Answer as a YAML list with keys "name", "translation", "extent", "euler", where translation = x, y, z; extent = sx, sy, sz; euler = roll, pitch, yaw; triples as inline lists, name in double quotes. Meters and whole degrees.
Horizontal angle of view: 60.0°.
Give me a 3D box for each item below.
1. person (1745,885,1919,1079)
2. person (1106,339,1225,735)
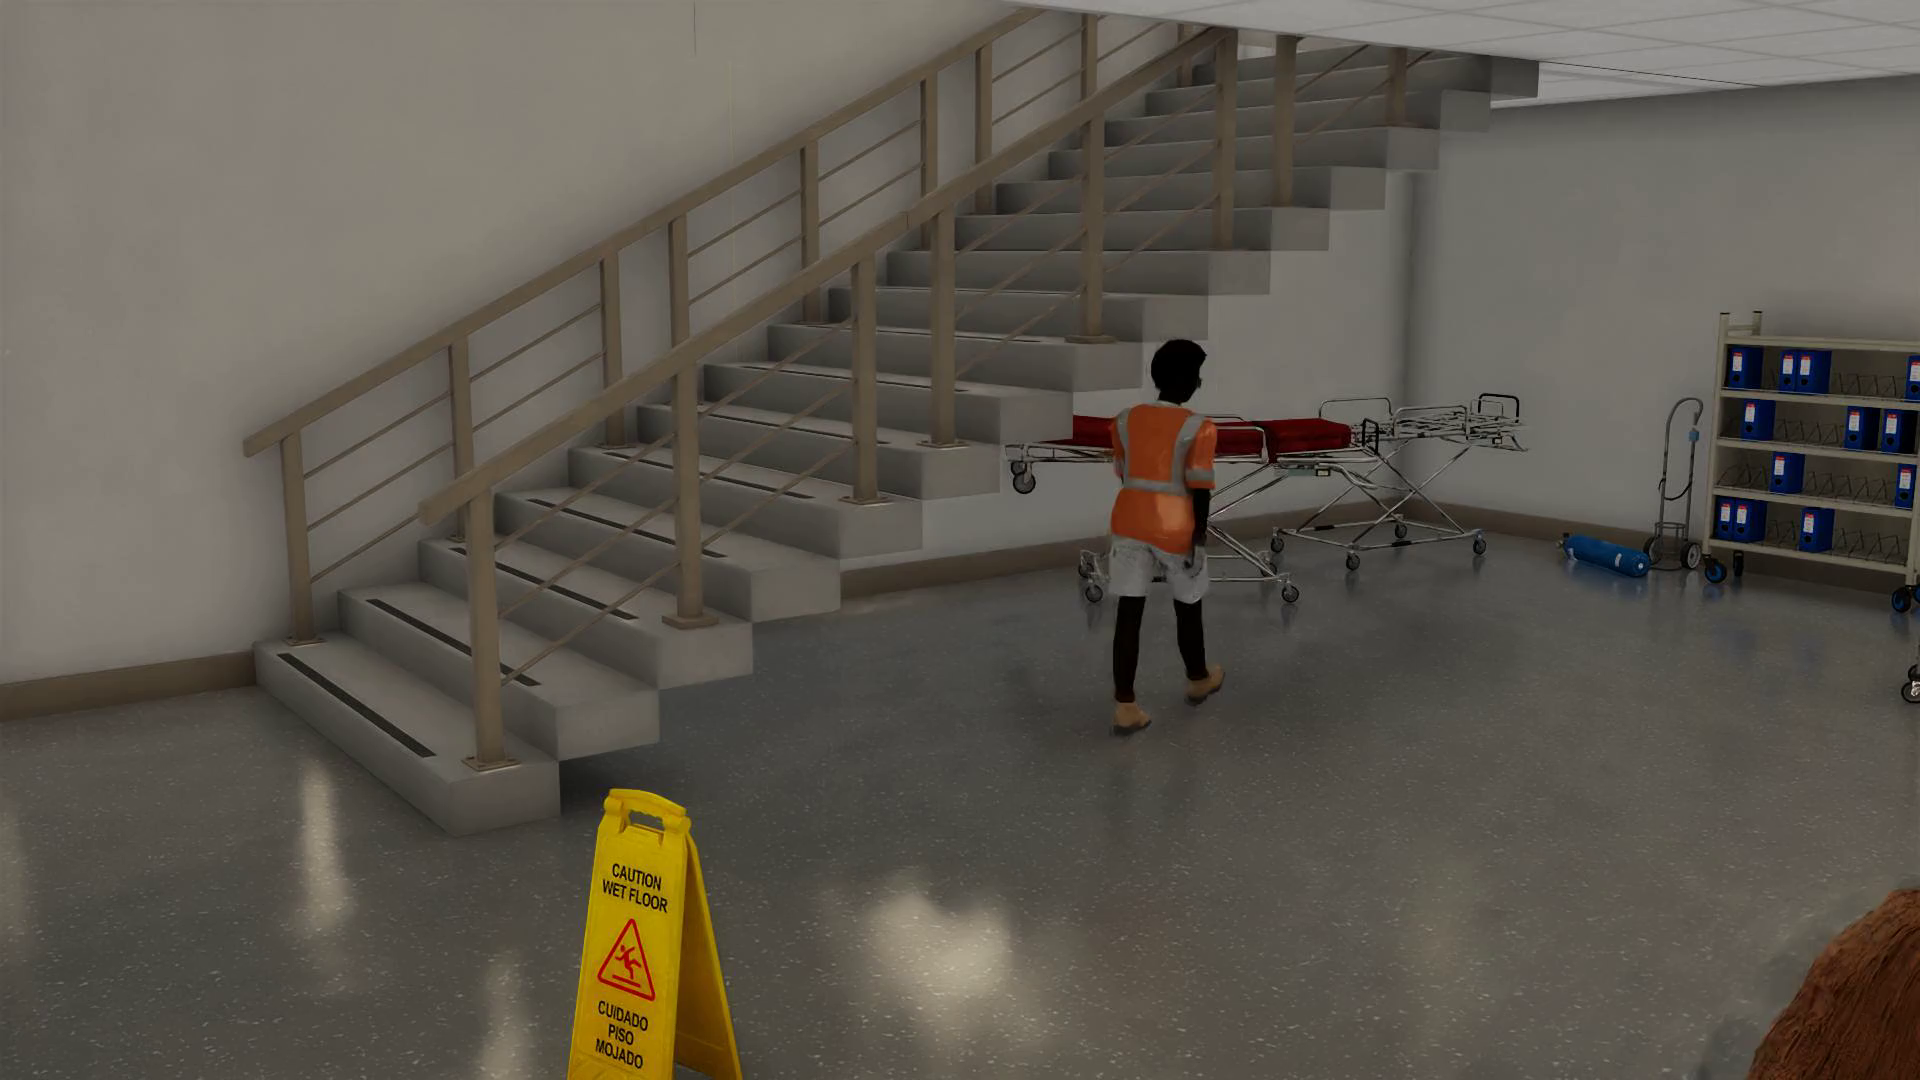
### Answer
- name: "person"
  translation: [0.651, 1.015, 1.275]
  extent: [0.765, 1.603, 0.503]
  euler: [-1, 10, -8]
- name: "person"
  translation: [0.903, -0.034, 7.130]
  extent: [0.531, 1.640, 0.865]
  euler: [7, 12, 33]
